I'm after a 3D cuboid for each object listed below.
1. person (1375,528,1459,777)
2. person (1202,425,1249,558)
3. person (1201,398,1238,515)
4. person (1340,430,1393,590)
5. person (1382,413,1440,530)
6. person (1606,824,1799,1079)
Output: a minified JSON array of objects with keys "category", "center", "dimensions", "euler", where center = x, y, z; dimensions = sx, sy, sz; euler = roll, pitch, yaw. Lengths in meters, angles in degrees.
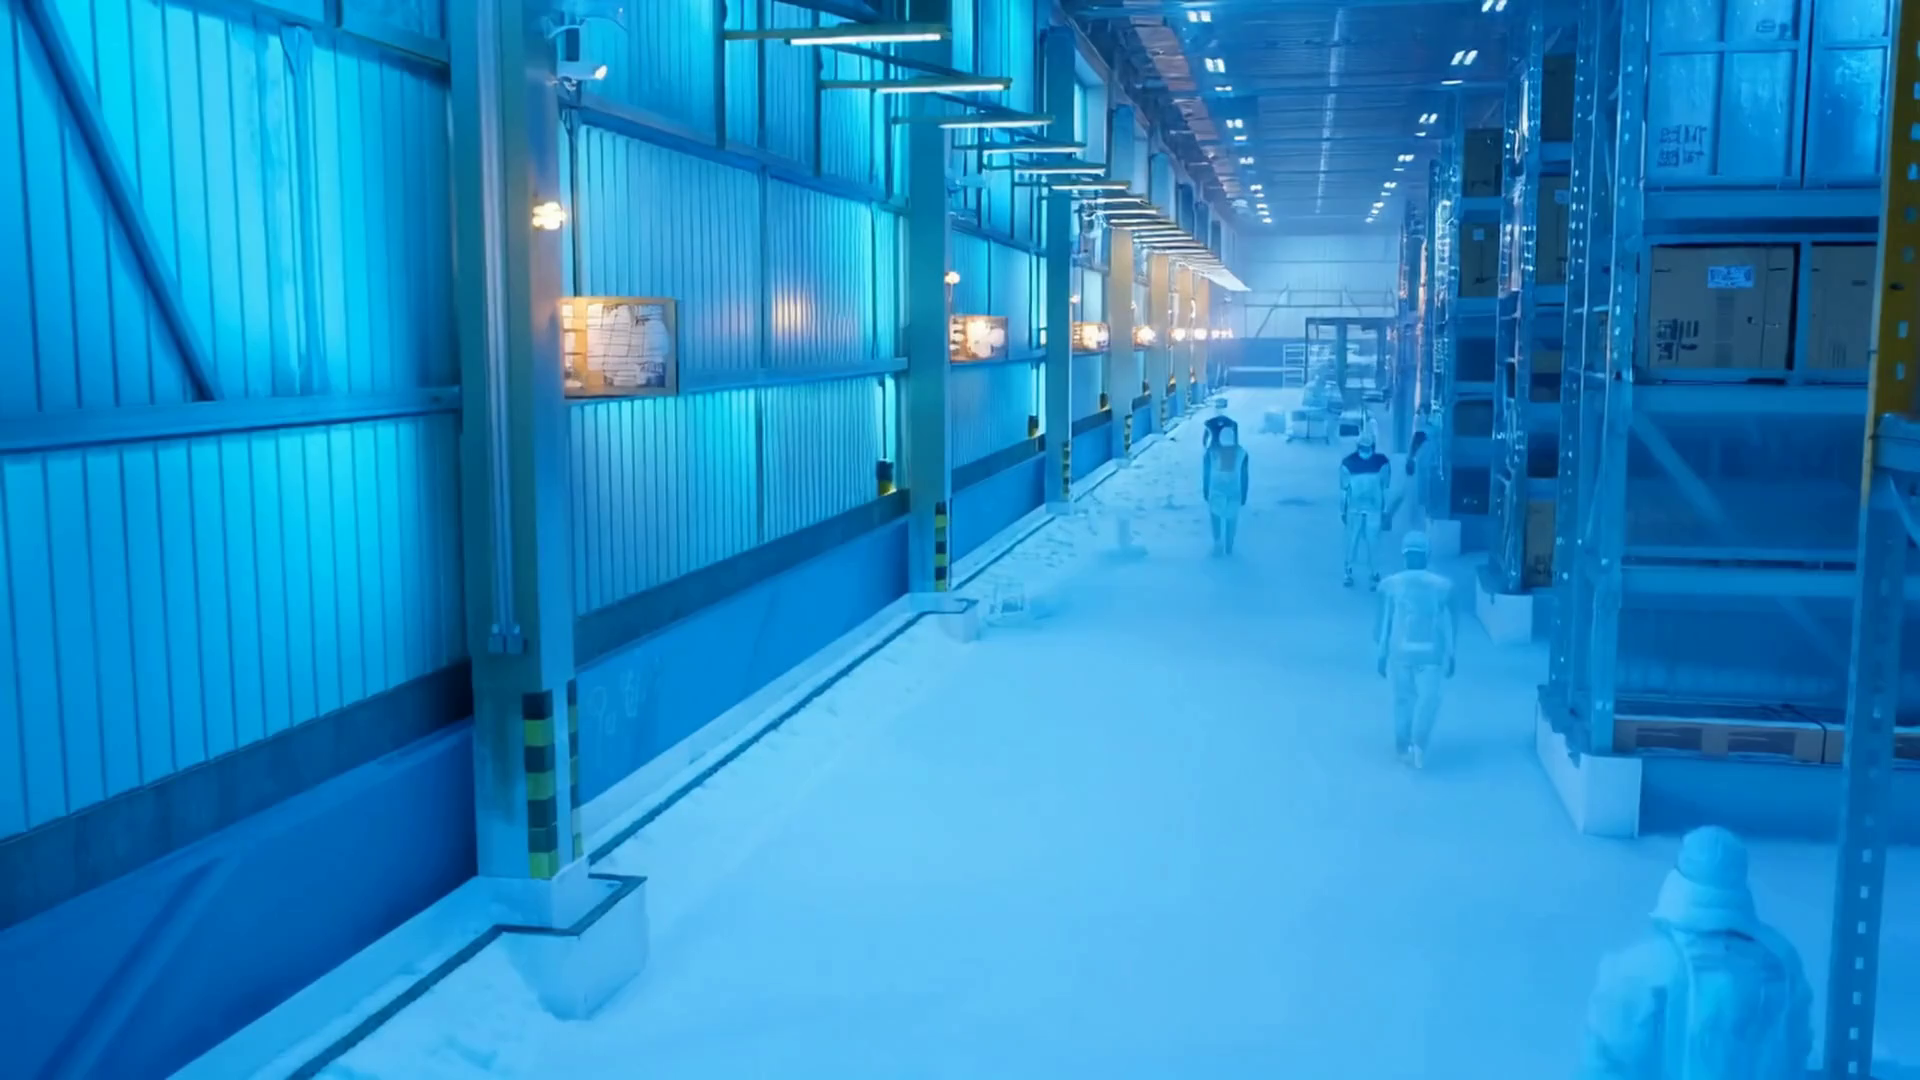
[{"category":"person","center":[3.197,0.782,11.698],"dimensions":[0.568,1.728,0.706],"euler":[4,8,26]},{"category":"person","center":[3.651,-0.661,22.866],"dimensions":[0.652,1.826,0.445],"euler":[0,7,2]},{"category":"person","center":[4.385,-1.395,28.100],"dimensions":[0.613,1.988,0.398],"euler":[1,7,10]},{"category":"person","center":[4.891,-0.359,20.066],"dimensions":[0.627,1.932,0.366],"euler":[3,8,25]},{"category":"person","center":[7.088,-1.042,25.845],"dimensions":[1.067,1.863,0.609],"euler":[0,7,-1]},{"category":"person","center":[2.067,1.663,4.624],"dimensions":[0.493,1.729,0.515],"euler":[1,7,6]}]
